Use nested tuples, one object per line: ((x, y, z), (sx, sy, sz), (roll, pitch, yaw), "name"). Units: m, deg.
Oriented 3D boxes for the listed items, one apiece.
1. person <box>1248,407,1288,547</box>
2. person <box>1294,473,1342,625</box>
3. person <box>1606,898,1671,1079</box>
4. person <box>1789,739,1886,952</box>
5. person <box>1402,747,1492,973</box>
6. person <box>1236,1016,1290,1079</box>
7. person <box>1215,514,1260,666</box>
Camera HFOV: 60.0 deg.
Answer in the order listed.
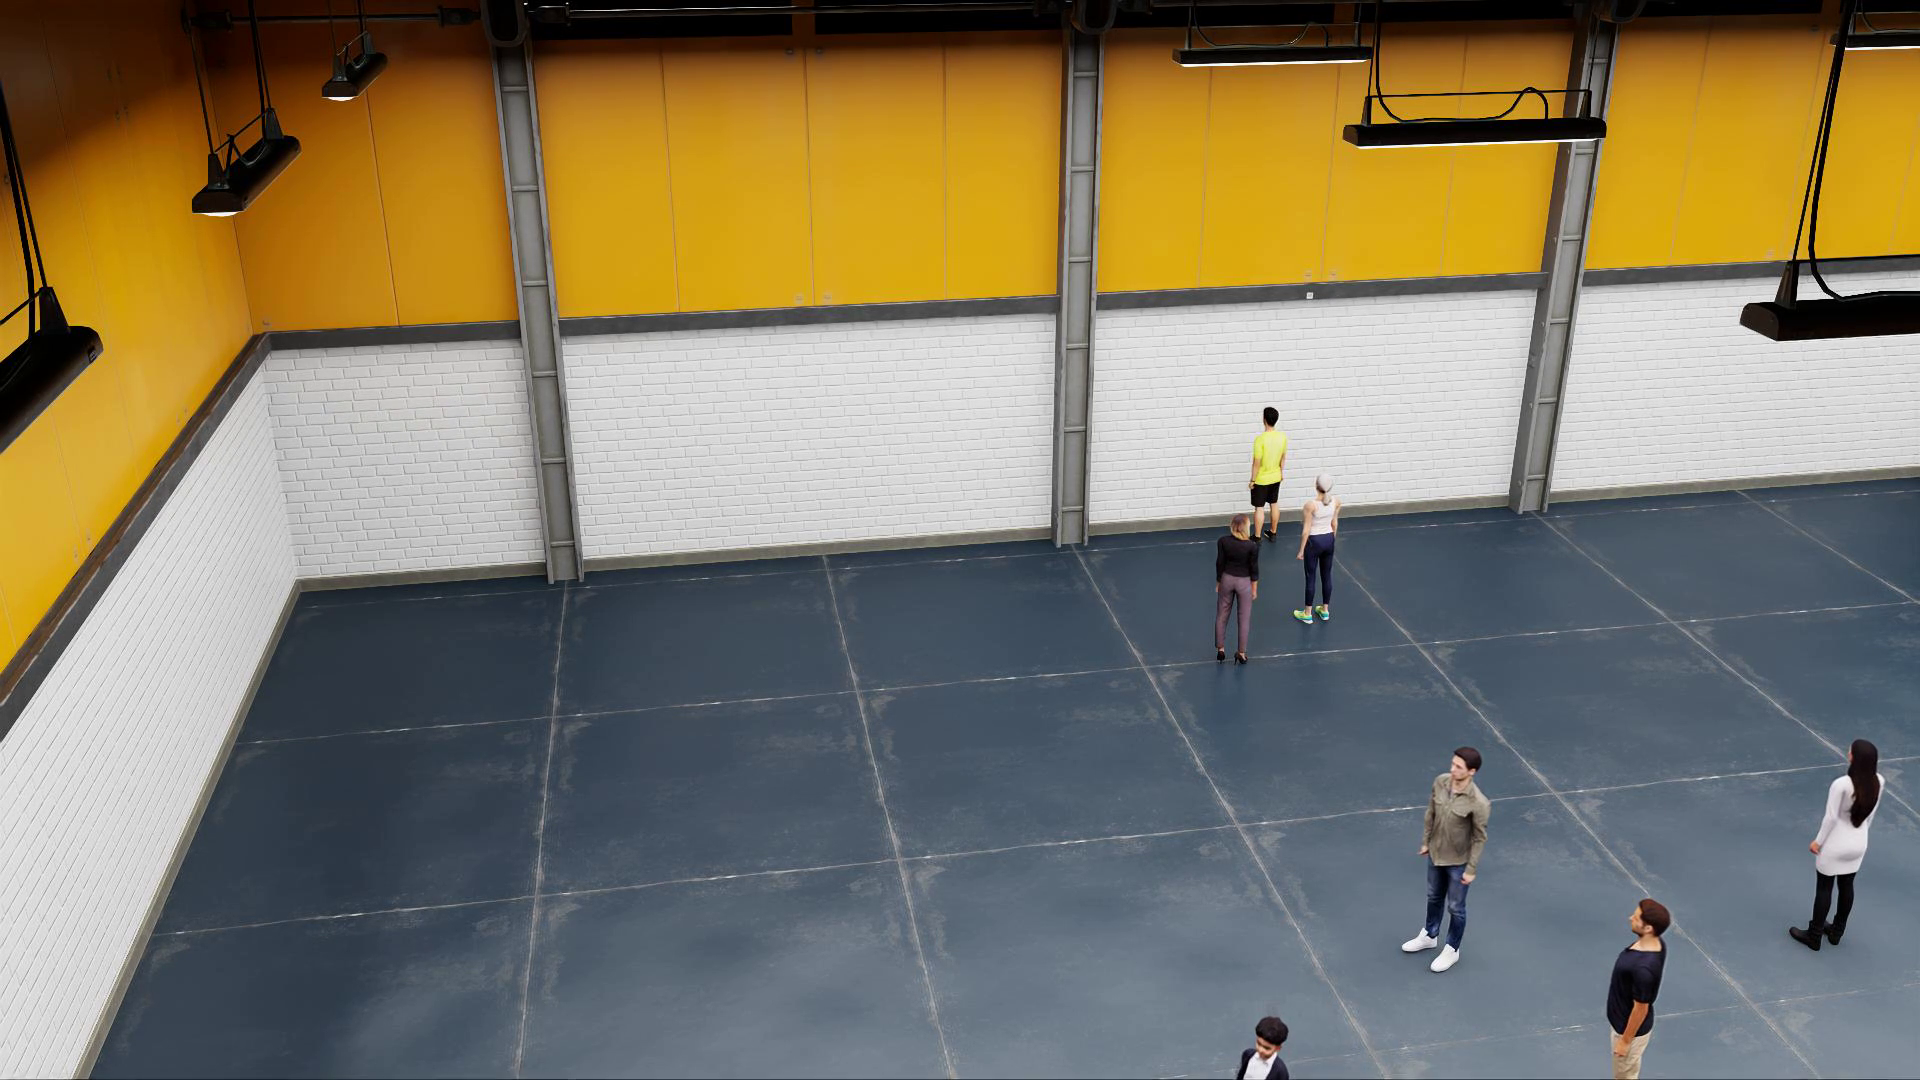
((3.683, -0.772, 19.939), (0.553, 1.708, 0.740), (-11, 26, -23), "person")
((3.891, 0.080, 17.997), (0.528, 1.703, 0.693), (-9, 25, -19), "person")
((4.370, 3.136, 10.813), (0.734, 1.857, 0.723), (11, 26, 23), "person")
((6.752, 2.327, 12.725), (0.478, 1.808, 0.678), (-6, 24, -13), "person")
((3.725, 2.375, 12.545), (0.725, 1.864, 0.775), (-13, 27, -27), "person")
((1.941, 3.555, 10.648), (0.630, 1.222, 0.590), (-21, 31, -39), "person")
((2.825, 0.504, 17.066), (0.646, 1.671, 0.744), (10, 26, 22), "person")
